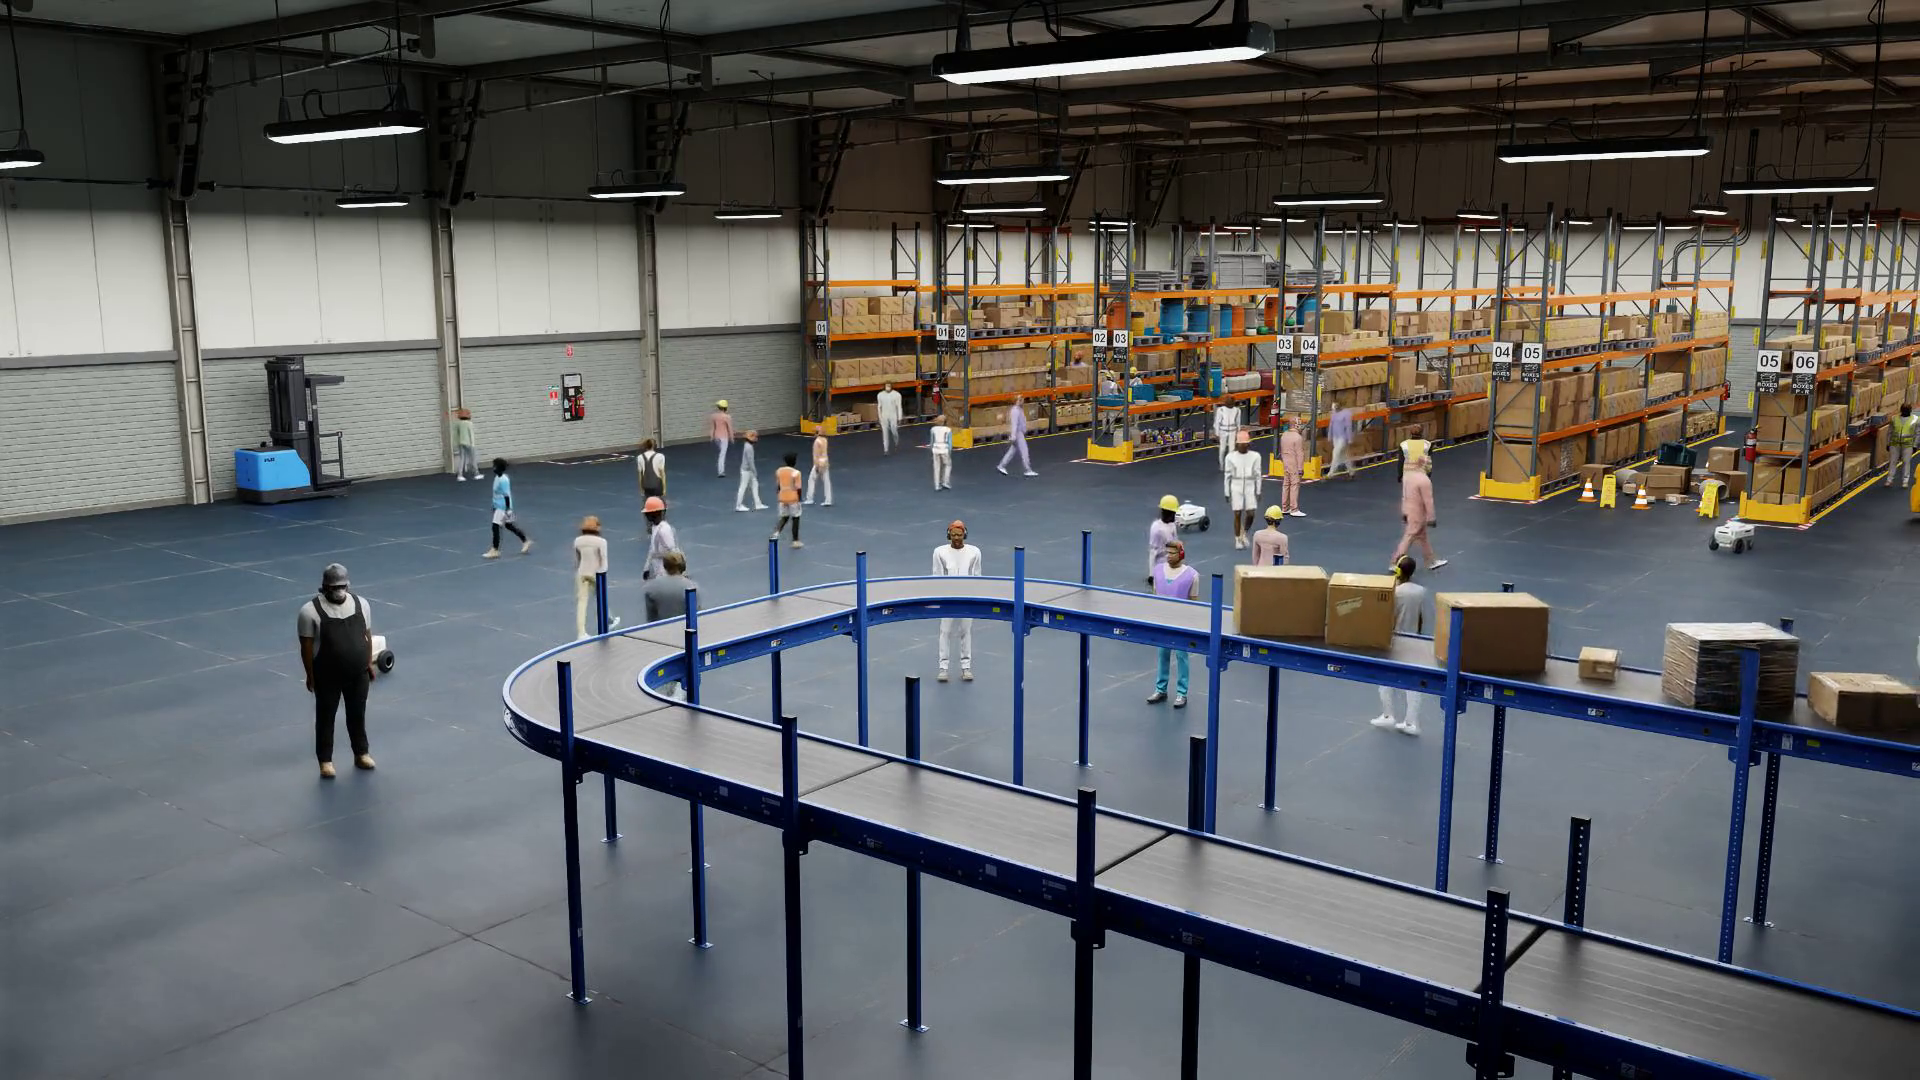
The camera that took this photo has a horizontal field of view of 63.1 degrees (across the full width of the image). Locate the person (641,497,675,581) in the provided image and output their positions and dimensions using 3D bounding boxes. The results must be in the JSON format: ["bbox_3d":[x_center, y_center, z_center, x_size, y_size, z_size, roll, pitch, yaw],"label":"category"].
[{"bbox_3d":[-3.774,0.365,20.147,1.008,1.884,0.568,-3,11,-19],"label":"person"}]

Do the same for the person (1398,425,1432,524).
[{"bbox_3d":[8.459,-1.213,29.110,0.619,1.845,0.430,2,10,12],"label":"person"}]

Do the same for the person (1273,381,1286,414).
[{"bbox_3d":[8.466,-3.293,41.025,0.522,1.769,0.317,7,12,35],"label":"person"}]

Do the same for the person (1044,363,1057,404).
[{"bbox_3d":[2.742,-4.472,47.505,0.404,1.823,0.587,-8,13,-38],"label":"person"}]

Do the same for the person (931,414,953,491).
[{"bbox_3d":[-0.376,-1.869,33.423,0.534,1.618,0.549,4,11,22],"label":"person"}]

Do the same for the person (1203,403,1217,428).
[{"bbox_3d":[7.443,-4.251,46.149,0.515,1.866,0.333,5,11,25],"label":"person"}]

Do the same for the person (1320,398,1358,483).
[{"bbox_3d":[8.444,-2.216,34.688,1.040,1.878,0.633,-4,11,-23],"label":"person"}]

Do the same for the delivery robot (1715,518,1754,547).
[{"bbox_3d":[13.114,-0.129,26.485,0.707,0.478,0.477,-7,12,-35],"label":"delivery robot"}]

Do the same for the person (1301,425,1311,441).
[{"bbox_3d":[9.186,-3.475,41.434,0.609,1.985,0.391,-4,11,-23],"label":"person"}]

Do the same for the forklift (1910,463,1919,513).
[{"bbox_3d":[19.034,-1.348,28.998,2.313,2.155,1.214,8,13,37],"label":"forklift"}]

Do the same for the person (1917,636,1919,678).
[{"bbox_3d":[9.533,1.263,15.012,0.493,1.898,0.686,-7,12,-35],"label":"person"}]

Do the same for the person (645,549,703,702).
[{"bbox_3d":[-2.947,1.053,16.131,0.646,1.924,0.561,2,10,12],"label":"person"}]

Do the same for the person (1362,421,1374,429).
[{"bbox_3d":[11.862,-4.162,45.508,0.544,1.919,0.577,10,14,44],"label":"person"}]

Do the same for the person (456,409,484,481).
[{"bbox_3d":[-11.003,-2.126,34.911,0.521,1.603,0.703,4,11,23],"label":"person"}]

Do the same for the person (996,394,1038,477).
[{"bbox_3d":[1.279,-2.395,35.695,0.959,1.871,0.653,1,10,6],"label":"person"}]

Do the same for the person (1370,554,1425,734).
[{"bbox_3d":[4.551,1.065,16.244,0.555,1.854,0.674,-5,11,-28],"label":"person"}]

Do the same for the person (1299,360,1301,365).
[{"bbox_3d":[10.789,-4.840,49.652,0.626,1.803,0.888,9,13,40],"label":"person"}]

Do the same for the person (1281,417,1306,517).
[{"bbox_3d":[6.423,-1.413,30.051,0.407,1.908,0.641,-4,11,-21],"label":"person"}]

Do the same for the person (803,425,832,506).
[{"bbox_3d":[-2.875,-1.487,31.296,0.737,1.611,0.513,4,11,22],"label":"person"}]

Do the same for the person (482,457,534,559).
[{"bbox_3d":[-7.507,-0.556,25.905,0.813,1.665,0.531,-4,11,-22],"label":"person"}]

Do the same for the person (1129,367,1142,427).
[{"bbox_3d":[5.008,-4.104,45.404,0.403,1.833,0.590,-8,13,-40],"label":"person"}]

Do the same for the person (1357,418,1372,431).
[{"bbox_3d":[11.027,-3.637,42.507,0.585,1.928,0.370,8,13,37],"label":"person"}]

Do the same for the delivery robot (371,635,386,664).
[{"bbox_3d":[-7.095,1.300,18.428,0.477,0.478,0.707,2,11,14],"label":"delivery robot"}]

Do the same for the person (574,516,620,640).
[{"bbox_3d":[-4.760,0.473,20.340,0.512,1.577,0.885,3,10,15],"label":"person"}]

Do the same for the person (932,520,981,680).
[{"bbox_3d":[-0.035,0.699,18.224,0.581,1.882,0.339,-1,10,-5],"label":"person"}]

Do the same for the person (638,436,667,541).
[{"bbox_3d":[-5.371,-0.914,27.453,0.539,1.825,0.579,2,10,11],"label":"person"}]

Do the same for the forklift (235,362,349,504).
[{"bbox_3d":[-13.803,-2.244,32.110,1.129,2.768,1.873,8,13,37],"label":"forklift"}]

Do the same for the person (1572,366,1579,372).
[{"bbox_3d":[17.766,-4.079,45.192,0.589,1.870,1.042,3,10,16],"label":"person"}]

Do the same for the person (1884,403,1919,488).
[{"bbox_3d":[20.373,-2.052,33.832,0.627,1.844,0.429,9,13,40],"label":"person"}]

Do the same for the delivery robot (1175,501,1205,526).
[{"bbox_3d":[4.134,-0.471,28.408,0.477,0.478,0.707,9,14,42],"label":"delivery robot"}]

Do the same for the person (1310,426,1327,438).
[{"bbox_3d":[9.350,-3.276,40.560,0.541,1.890,0.885,9,13,41],"label":"person"}]

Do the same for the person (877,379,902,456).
[{"bbox_3d":[-1.770,-3.127,39.682,0.638,1.919,0.759,2,10,9],"label":"person"}]

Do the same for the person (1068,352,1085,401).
[{"bbox_3d":[3.699,-5.048,50.270,0.632,1.987,1.033,6,12,30],"label":"person"}]

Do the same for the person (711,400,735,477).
[{"bbox_3d":[-5.348,-2.316,35.553,0.547,1.743,0.635,6,12,30],"label":"person"}]

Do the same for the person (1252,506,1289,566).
[{"bbox_3d":[3.989,0.435,20.046,0.530,1.768,0.312,10,14,43],"label":"person"}]

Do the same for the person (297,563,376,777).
[{"bbox_3d":[-5.880,1.234,14.895,0.688,2.000,0.536,-9,14,-42],"label":"person"}]

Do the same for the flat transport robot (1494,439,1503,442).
[{"bbox_3d":[15.143,-2.740,42.241,1.431,0.197,0.652,3,11,16],"label":"flat transport robot"}]

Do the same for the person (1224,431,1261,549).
[{"bbox_3d":[4.786,-0.833,26.452,0.647,2.024,0.523,0,10,2],"label":"person"}]

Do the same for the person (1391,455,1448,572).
[{"bbox_3d":[7.245,-0.405,24.533,1.004,1.847,0.667,-1,10,-4],"label":"person"}]

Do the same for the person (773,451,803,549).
[{"bbox_3d":[-2.897,-0.676,26.510,0.548,1.683,0.523,6,12,32],"label":"person"}]

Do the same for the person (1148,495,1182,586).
[{"bbox_3d":[2.564,0.333,20.263,0.836,1.891,0.638,6,12,31],"label":"person"}]

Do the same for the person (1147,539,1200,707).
[{"bbox_3d":[2.355,0.897,17.216,0.567,1.846,0.389,8,13,36],"label":"person"}]

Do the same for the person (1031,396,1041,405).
[{"bbox_3d":[2.429,-4.901,49.598,0.550,1.937,0.374,7,12,35],"label":"person"}]

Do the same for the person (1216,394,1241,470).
[{"bbox_3d":[6.172,-2.452,36.052,0.576,1.856,0.799,1,10,5],"label":"person"}]

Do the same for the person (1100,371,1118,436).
[{"bbox_3d":[4.205,-3.834,43.904,0.601,1.824,0.403,9,13,40],"label":"person"}]

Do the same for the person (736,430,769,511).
[{"bbox_3d":[-4.056,-1.357,30.578,0.734,1.591,0.520,-1,10,-6],"label":"person"}]
